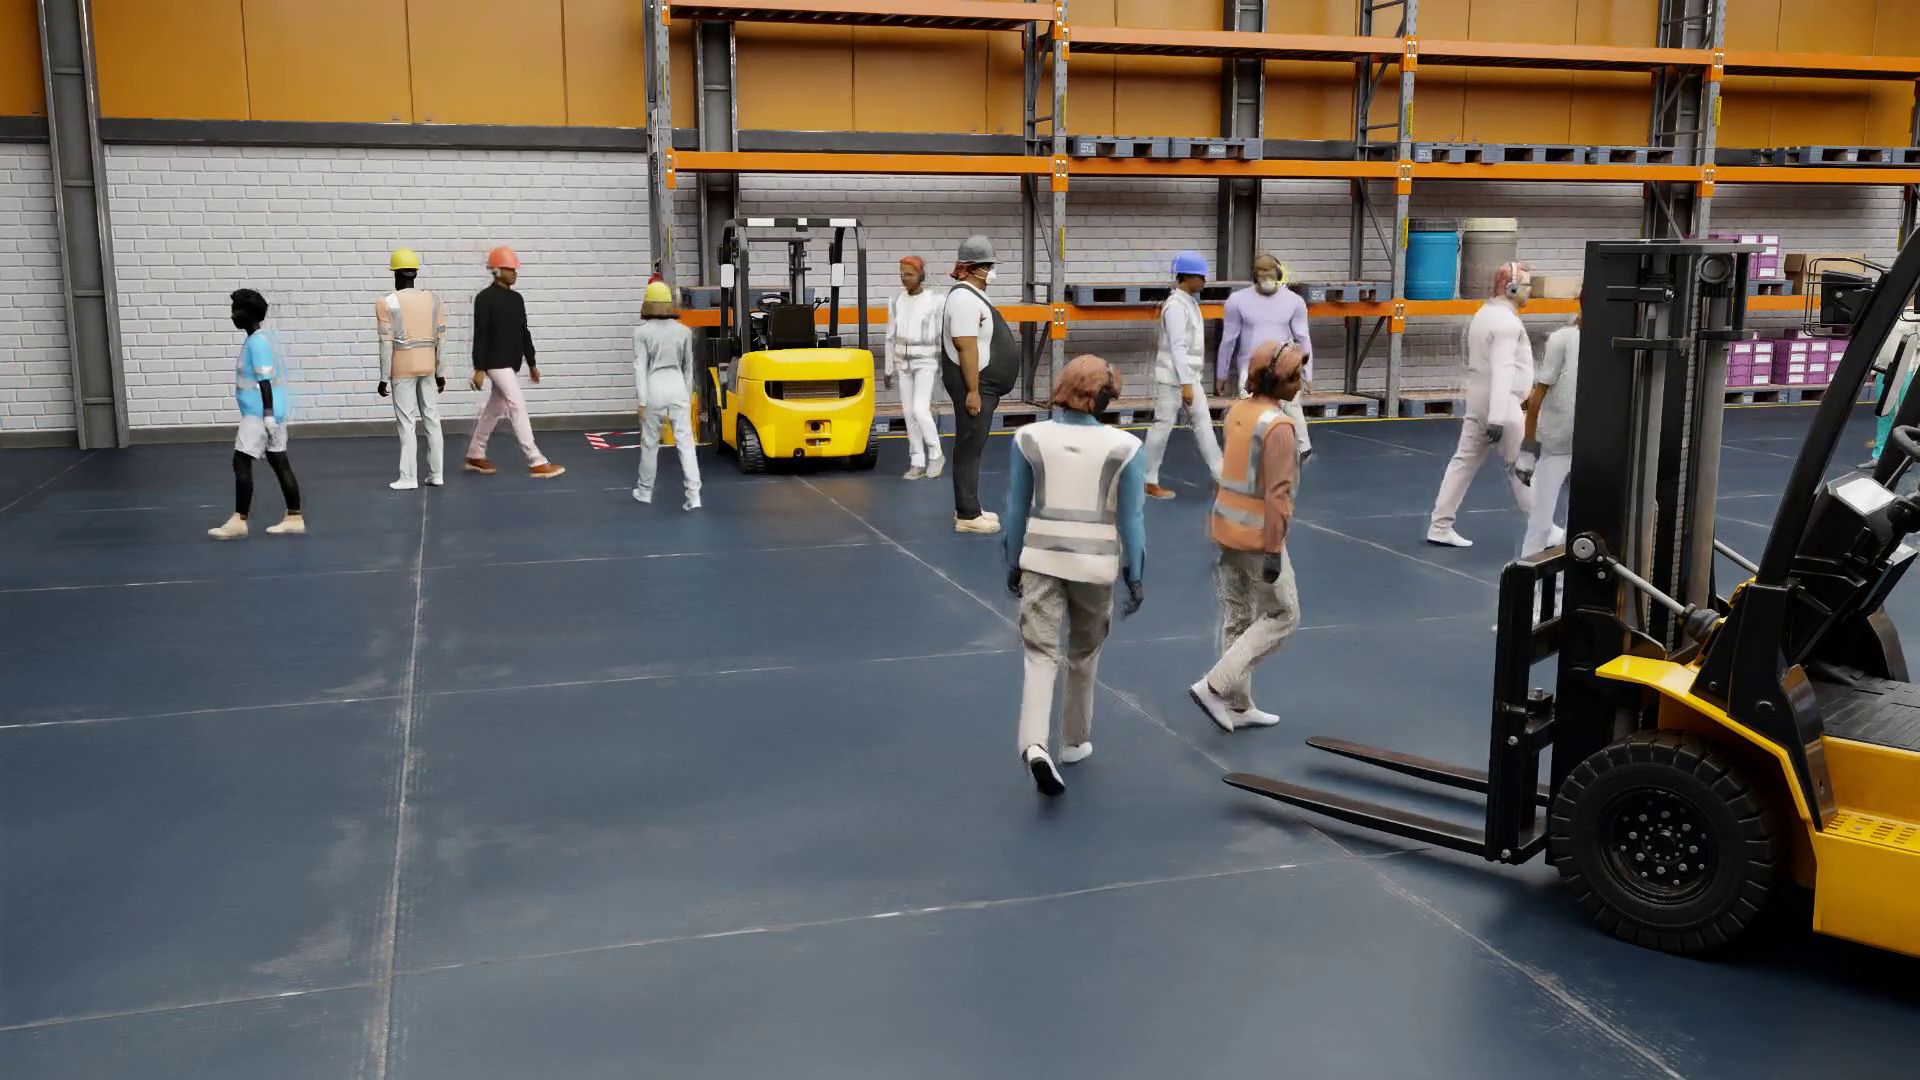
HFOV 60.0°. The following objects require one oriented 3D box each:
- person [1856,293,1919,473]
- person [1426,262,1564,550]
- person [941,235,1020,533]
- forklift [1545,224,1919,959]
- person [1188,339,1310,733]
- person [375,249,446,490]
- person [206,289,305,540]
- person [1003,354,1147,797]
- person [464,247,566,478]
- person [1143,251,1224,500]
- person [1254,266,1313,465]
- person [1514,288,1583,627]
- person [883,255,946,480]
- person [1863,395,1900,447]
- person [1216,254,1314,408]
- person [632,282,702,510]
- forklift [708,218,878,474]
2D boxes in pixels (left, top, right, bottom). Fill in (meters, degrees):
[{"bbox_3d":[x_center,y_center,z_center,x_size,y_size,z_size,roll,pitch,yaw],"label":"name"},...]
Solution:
[{"bbox_3d":[8.072,-1.458,14.319,0.308,1.769,0.525,-4,11,-20],"label":"person"},{"bbox_3d":[3.514,-0.848,10.715,0.987,1.854,0.656,0,10,0],"label":"person"},{"bbox_3d":[0.142,-1.082,11.504,0.538,2.000,0.690,0,10,0],"label":"person"},{"bbox_3d":[2.909,0.117,4.508,2.313,2.155,1.214,9,14,40],"label":"forklift"},{"bbox_3d":[1.151,0.005,6.658,0.409,1.619,0.540,-3,11,-18],"label":"person"},{"bbox_3d":[-4.404,-1.361,13.344,0.367,1.926,0.594,9,13,39],"label":"person"},{"bbox_3d":[-4.789,-0.833,11.130,0.725,1.666,0.557,-4,11,-20],"label":"person"},{"bbox_3d":[0.405,0.126,6.100,0.542,1.608,0.761,2,11,11],"label":"person"},{"bbox_3d":[-3.855,-1.501,14.085,1.024,1.943,0.637,3,11,15],"label":"person"},{"bbox_3d":[1.799,-1.226,12.648,0.975,1.897,0.655,5,11,25],"label":"person"},{"bbox_3d":[2.781,-1.521,14.623,0.919,1.794,0.595,-7,13,-34],"label":"person"},{"bbox_3d":[3.071,-0.425,8.503,0.667,1.832,0.337,-7,12,-32],"label":"person"},{"bbox_3d":[-0.377,-1.419,13.826,0.590,1.865,0.414,7,12,33],"label":"person"},{"bbox_3d":[9.277,-1.802,15.858,0.967,1.911,0.635,3,11,17],"label":"person"},{"bbox_3d":[2.403,-1.279,13.013,0.726,1.873,0.988,0,10,-1],"label":"person"},{"bbox_3d":[-2.204,-1.072,12.436,0.499,1.693,0.948,-6,12,-31],"label":"person"},{"bbox_3d":[-1.522,-1.778,14.899,1.214,2.155,2.313,-3,11,-17],"label":"forklift"}]
